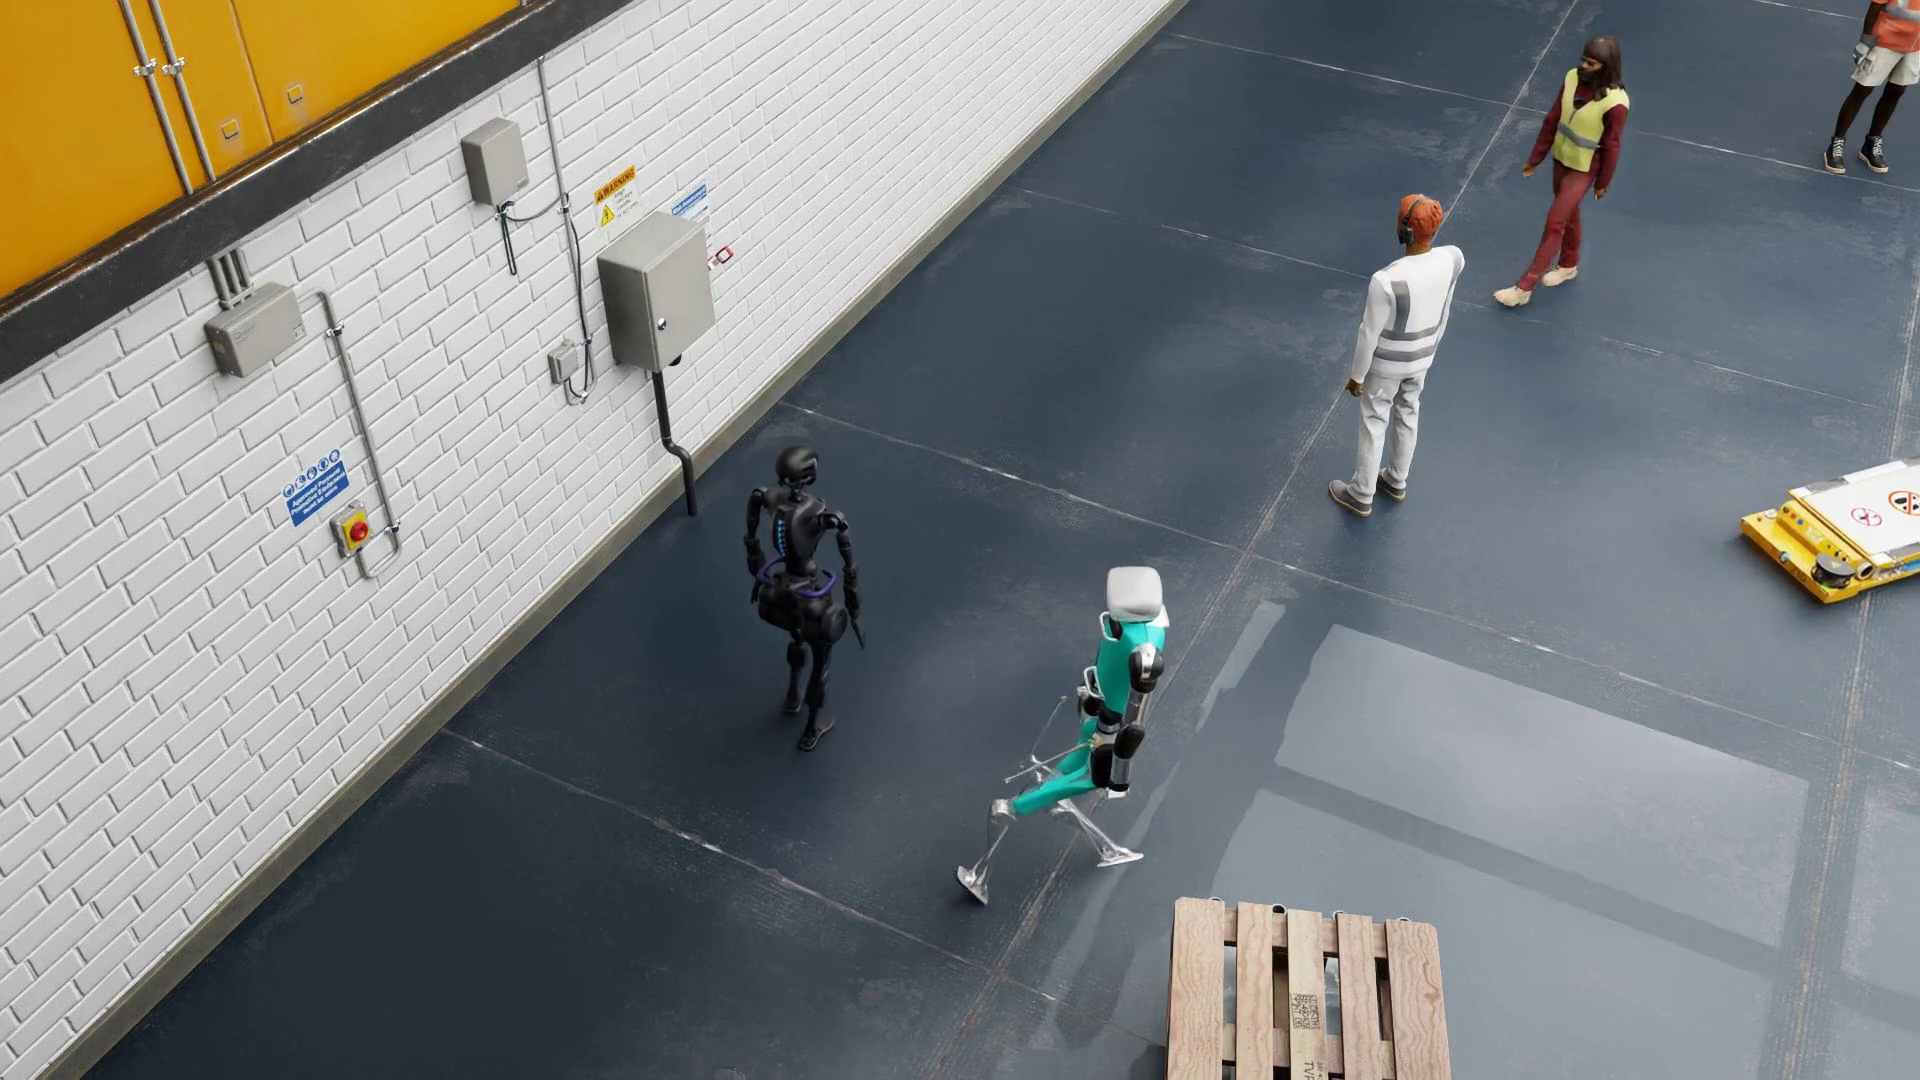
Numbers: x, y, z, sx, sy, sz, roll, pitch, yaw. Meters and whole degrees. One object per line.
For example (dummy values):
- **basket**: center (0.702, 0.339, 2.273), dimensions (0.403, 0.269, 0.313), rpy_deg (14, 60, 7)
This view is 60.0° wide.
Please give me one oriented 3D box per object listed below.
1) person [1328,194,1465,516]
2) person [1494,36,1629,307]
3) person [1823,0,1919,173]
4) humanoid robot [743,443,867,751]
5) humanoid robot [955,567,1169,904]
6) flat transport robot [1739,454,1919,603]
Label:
- **person**: center (2.283, -0.949, 8.712), dimensions (0.566, 1.878, 0.355), rpy_deg (-18, 44, -20)
- **person**: center (3.741, -2.299, 10.376), dimensions (0.849, 1.732, 0.483), rpy_deg (-15, 43, -17)
- **person**: center (6.568, -3.500, 11.598), dimensions (0.612, 1.963, 0.361), rpy_deg (-2, 41, -2)
- **humanoid robot**: center (-0.693, 0.247, 7.477), dimensions (0.612, 1.641, 0.458), rpy_deg (17, 44, 19)
- **humanoid robot**: center (0.332, 0.839, 6.771), dimensions (0.988, 1.778, 0.543), rpy_deg (-4, 41, -5)
- **flat transport robot**: center (5.008, -0.090, 8.942), dimensions (1.431, 0.231, 0.659), rpy_deg (-14, 43, -15)
